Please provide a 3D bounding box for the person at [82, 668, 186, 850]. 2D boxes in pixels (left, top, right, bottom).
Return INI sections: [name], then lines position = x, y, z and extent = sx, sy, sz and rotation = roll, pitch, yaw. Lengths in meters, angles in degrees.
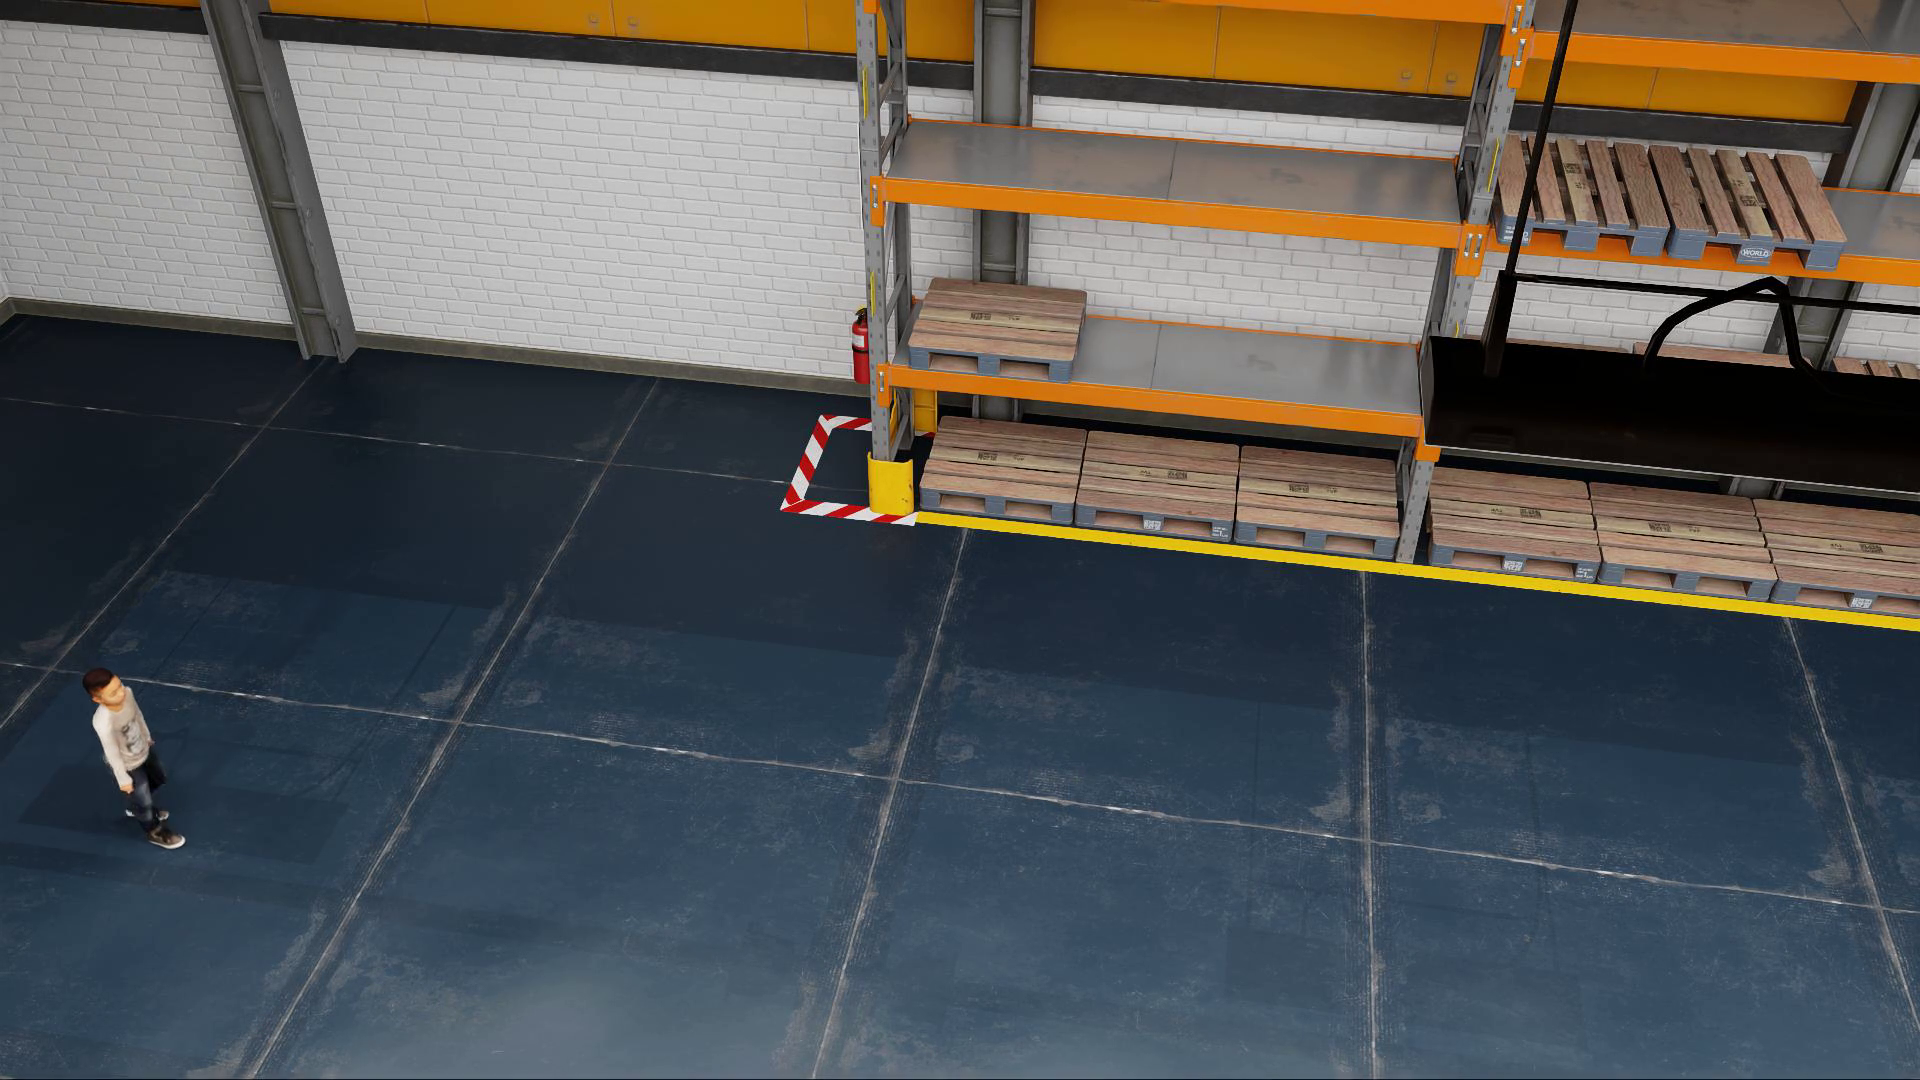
[person]
position = -4.983, 1.292, 9.902
extent = 0.671, 1.447, 0.600
rotation = -1, 39, -2
